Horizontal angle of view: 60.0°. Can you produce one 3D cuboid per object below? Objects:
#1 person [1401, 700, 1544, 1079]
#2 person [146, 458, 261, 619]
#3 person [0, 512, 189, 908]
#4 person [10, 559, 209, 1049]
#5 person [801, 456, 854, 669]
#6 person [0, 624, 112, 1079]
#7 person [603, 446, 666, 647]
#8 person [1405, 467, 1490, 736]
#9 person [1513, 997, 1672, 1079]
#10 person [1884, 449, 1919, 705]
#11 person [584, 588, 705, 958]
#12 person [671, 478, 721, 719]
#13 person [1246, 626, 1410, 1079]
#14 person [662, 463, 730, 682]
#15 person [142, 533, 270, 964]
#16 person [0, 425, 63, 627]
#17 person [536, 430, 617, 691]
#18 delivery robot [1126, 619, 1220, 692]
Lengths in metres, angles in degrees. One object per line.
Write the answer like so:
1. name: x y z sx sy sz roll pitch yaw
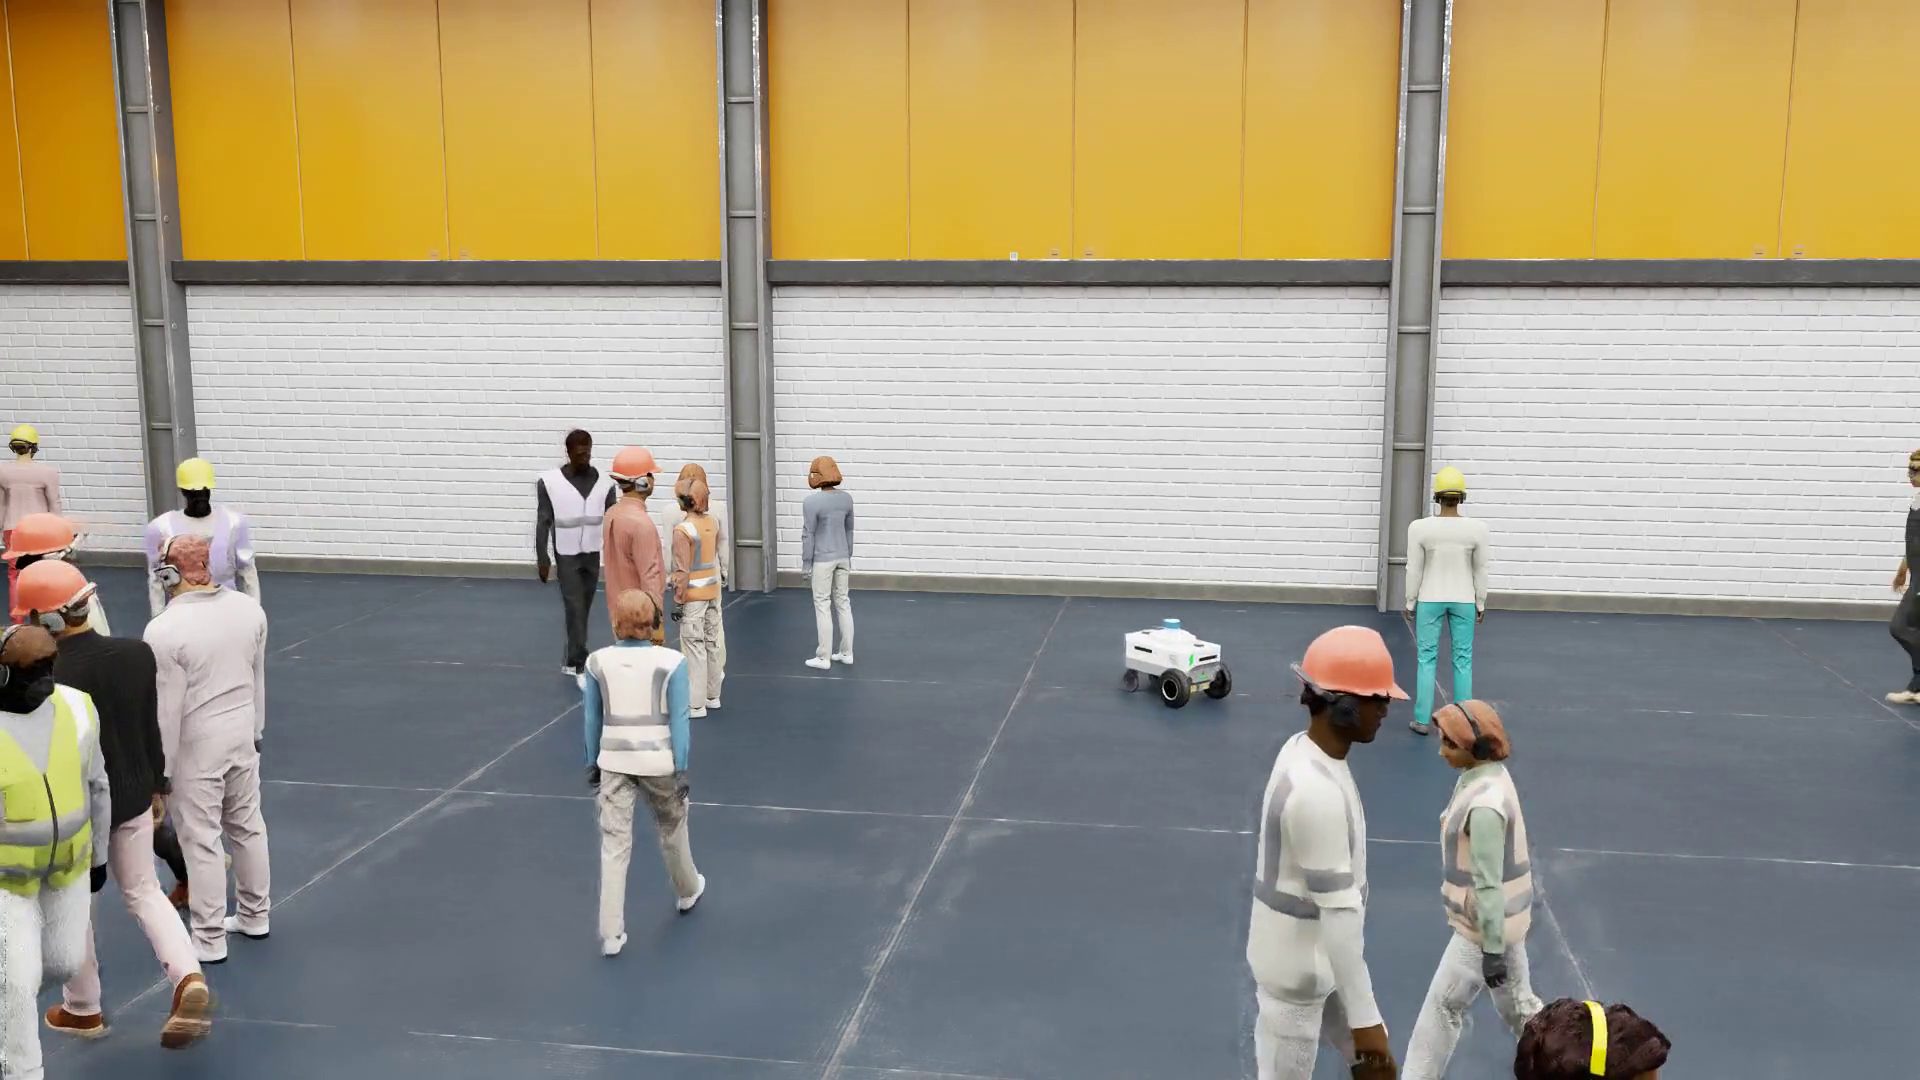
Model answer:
1. person: 1.849 1.317 5.729 0.838 1.591 0.524 3 10 20
2. person: -4.627 0.439 10.272 0.612 1.876 0.954 -7 12 -38
3. person: -4.006 0.825 7.709 0.934 1.957 0.621 -4 10 -26
4. person: -3.282 1.036 6.426 0.860 1.955 0.621 6 11 32
5. person: -1.006 0.167 12.749 0.291 1.623 0.495 8 12 41
6. person: -3.424 1.170 6.011 0.729 1.819 0.627 6 11 33
7. person: -1.929 0.431 9.970 0.373 1.997 0.619 -6 11 -33
8. person: 3.162 0.405 10.836 0.526 1.772 0.307 1 9 9
9. person: 0.921 1.660 2.862 0.483 1.848 0.508 3 10 18
10. person: 6.653 0.262 11.530 0.403 1.825 0.524 3 10 20
11. person: -1.451 1.020 7.600 0.525 1.586 0.836 1 9 8
12. person: -1.791 0.394 11.290 0.307 1.643 0.514 3 10 18
13. person: 1.132 1.252 4.853 0.832 2.007 0.631 3 10 18
14. person: -1.932 0.252 12.190 0.498 1.634 0.278 -4 10 -22
15. person: -3.338 0.909 7.325 0.406 1.903 0.636 3 10 19
16. person: -7.755 -0.081 13.875 0.518 1.757 0.341 -2 9 -11
17. person: -2.735 0.132 12.150 0.625 1.878 0.790 -8 12 -42
18. delivery robot: 1.506 0.805 11.813 0.477 0.478 0.707 -7 12 -37
